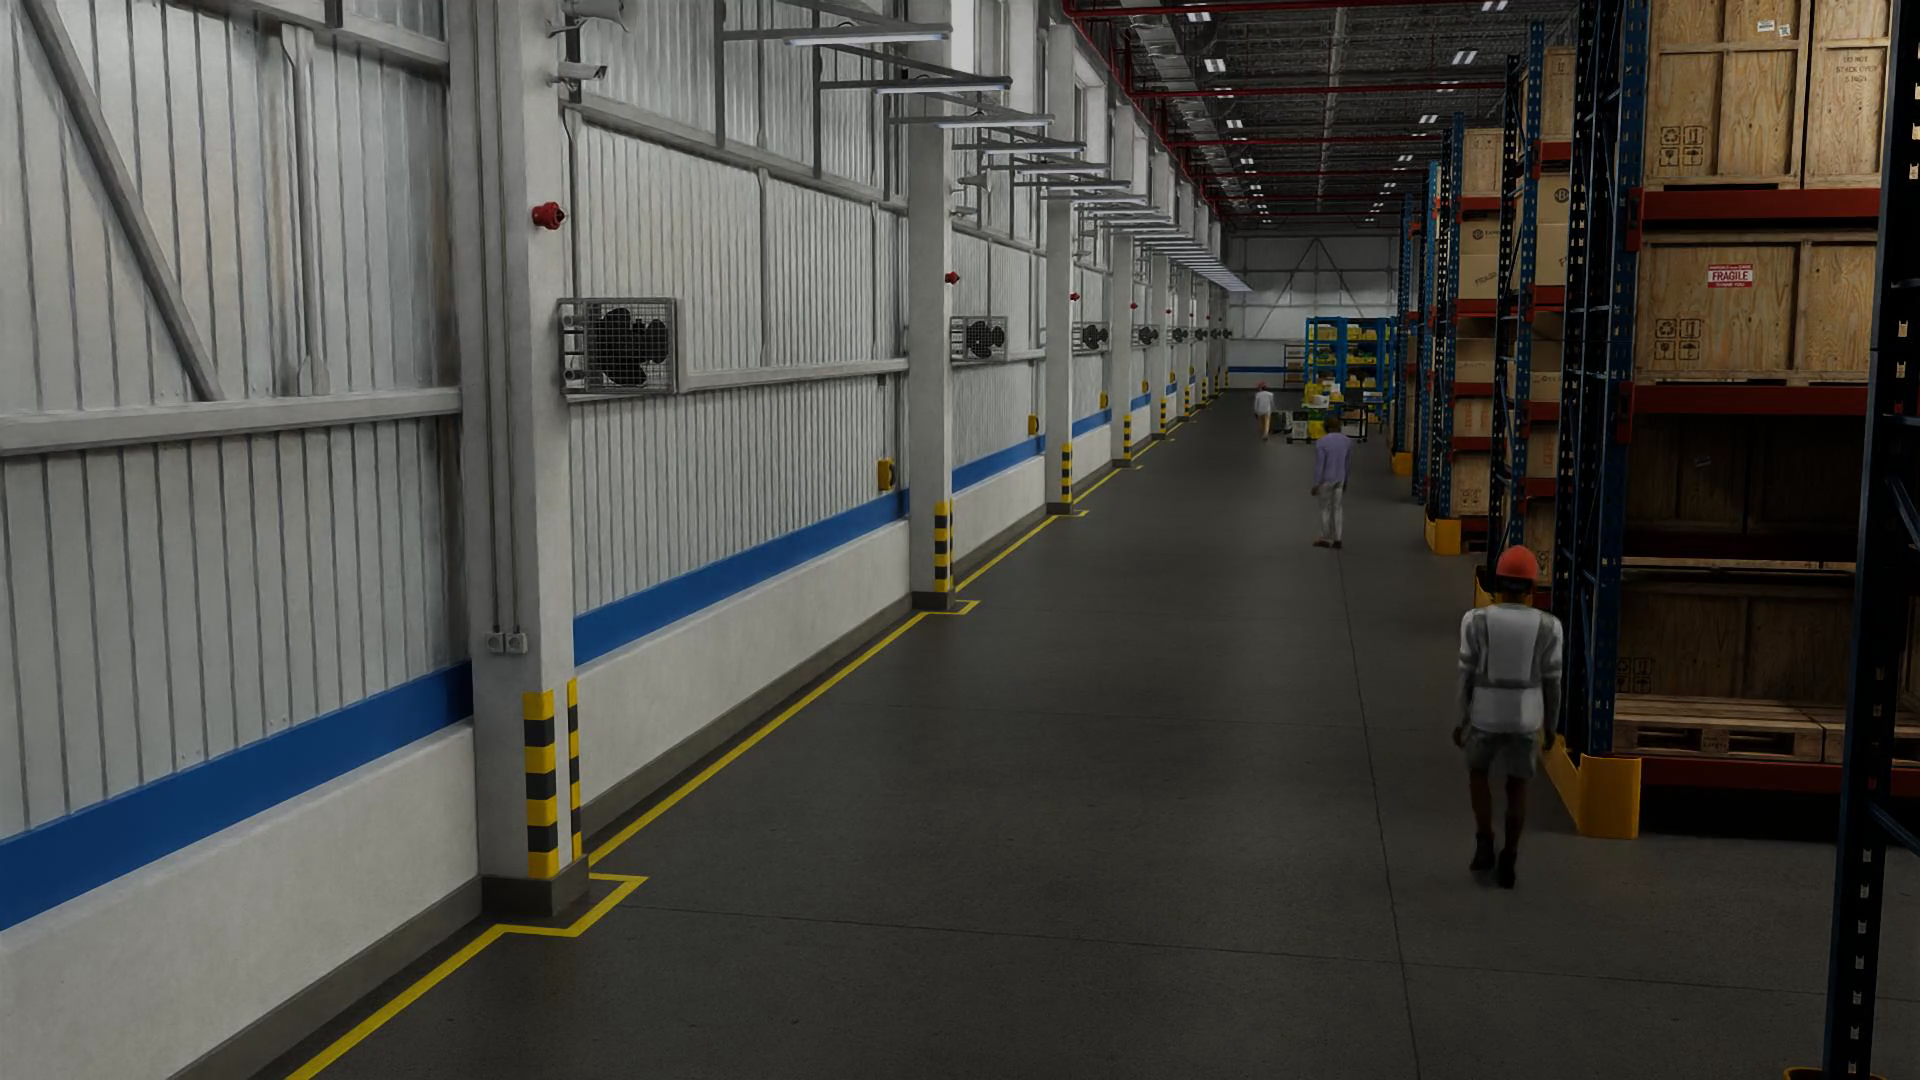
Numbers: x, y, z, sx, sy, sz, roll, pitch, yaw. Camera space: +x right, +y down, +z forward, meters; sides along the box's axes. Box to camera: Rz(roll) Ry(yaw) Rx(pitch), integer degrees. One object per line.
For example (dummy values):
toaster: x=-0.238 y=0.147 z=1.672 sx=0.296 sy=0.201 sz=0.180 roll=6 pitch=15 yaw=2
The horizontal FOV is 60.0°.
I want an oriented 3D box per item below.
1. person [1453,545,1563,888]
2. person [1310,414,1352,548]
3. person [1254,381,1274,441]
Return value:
person: x=3.065 y=0.984 z=9.321 sx=0.571 sy=1.920 sz=0.421 roll=2 pitch=7 yaw=14
person: x=5.310 y=-0.837 z=23.850 sx=0.634 sy=1.941 sz=0.371 roll=-4 pitch=8 yaw=-27
person: x=8.619 y=-3.642 z=47.185 sx=0.572 sy=1.711 sz=0.737 roll=1 pitch=7 yaw=11
